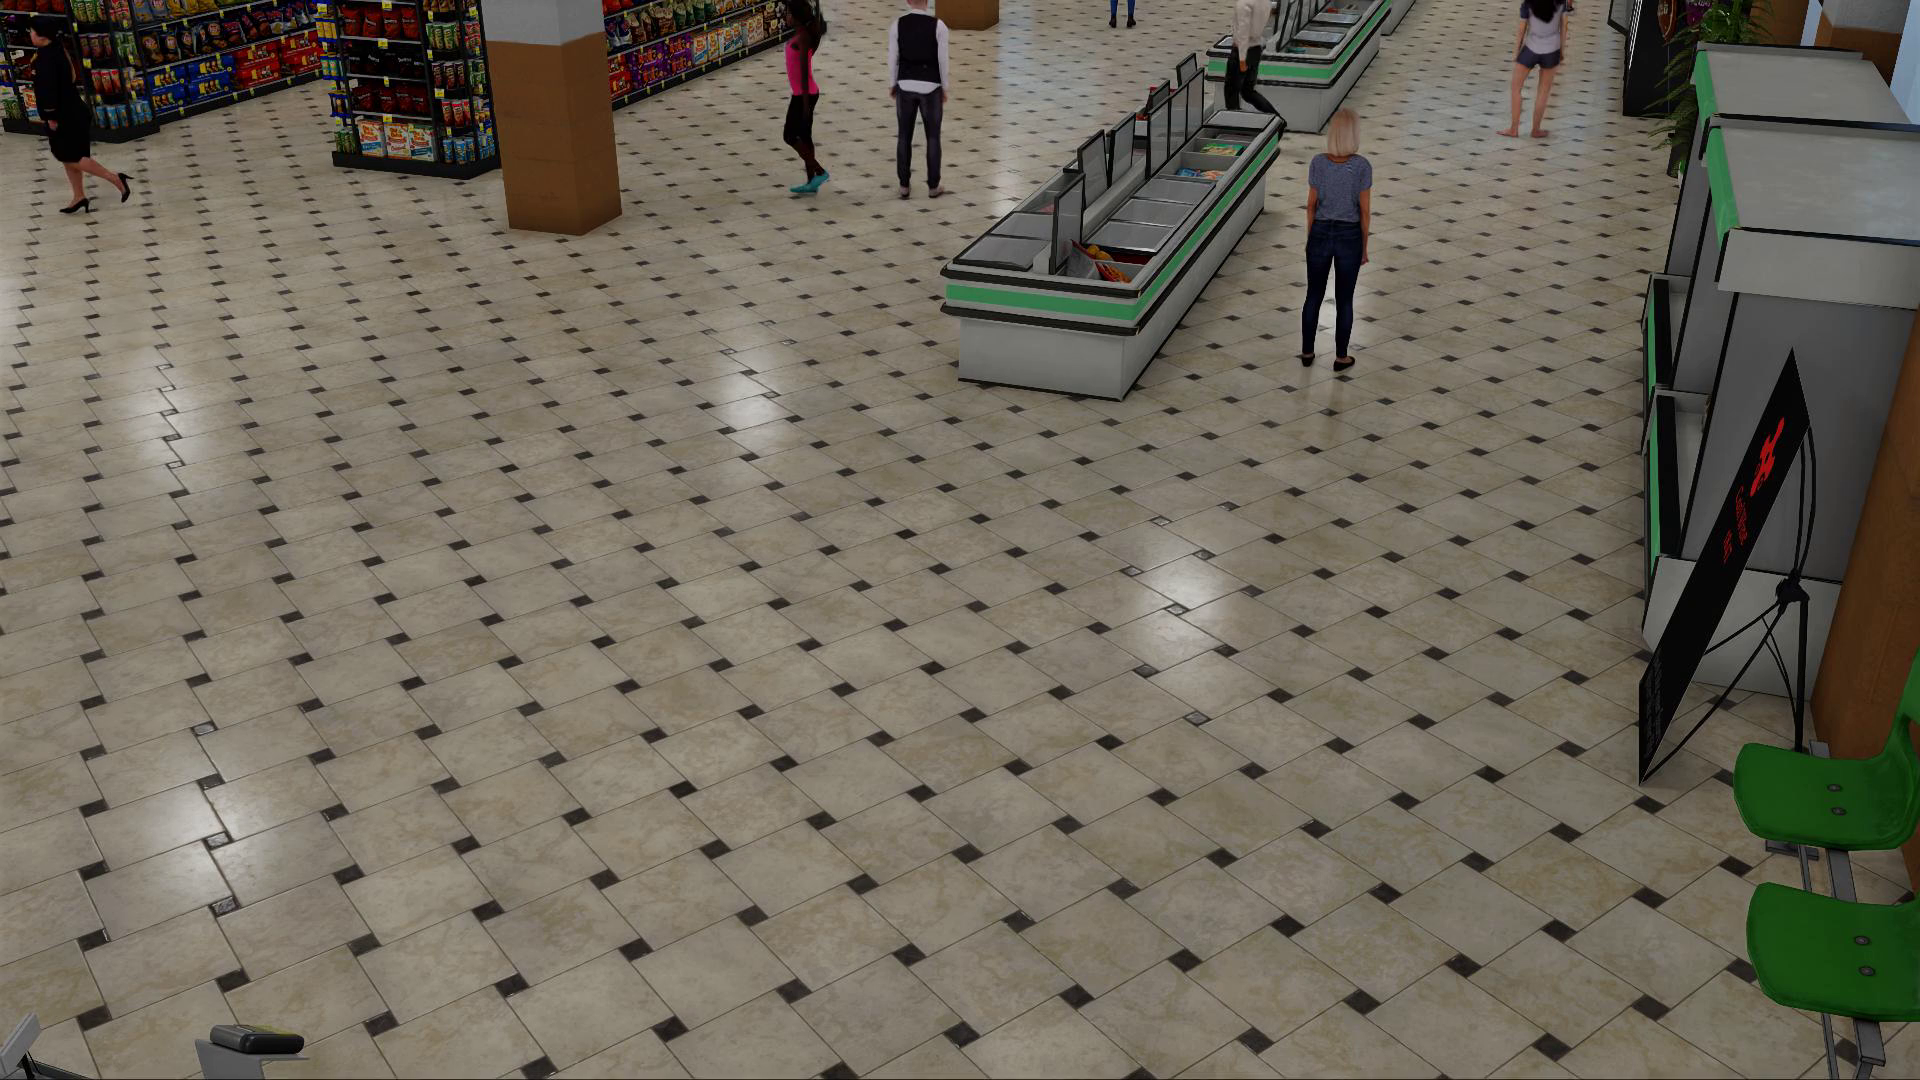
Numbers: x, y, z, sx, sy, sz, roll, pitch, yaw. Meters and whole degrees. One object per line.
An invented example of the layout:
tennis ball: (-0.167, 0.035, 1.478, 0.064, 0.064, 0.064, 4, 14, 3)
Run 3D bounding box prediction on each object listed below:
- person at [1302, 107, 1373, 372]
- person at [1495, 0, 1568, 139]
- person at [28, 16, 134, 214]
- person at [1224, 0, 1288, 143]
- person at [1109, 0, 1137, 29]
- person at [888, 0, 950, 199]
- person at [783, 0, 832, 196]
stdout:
person: (2.450, -1.955, 10.858, 0.593, 1.721, 0.530, 12, 29, 23)
person: (5.845, -4.887, 16.679, 0.775, 1.685, 0.636, 10, 29, 19)
person: (-7.516, -3.580, 14.131, 1.007, 1.659, 0.979, -6, 28, -12)
person: (2.869, -4.682, 16.157, 0.882, 1.791, 1.000, 18, 32, 31)
person: (2.193, -7.753, 22.332, 0.655, 1.684, 0.609, 2, 27, 5)
person: (-0.363, -3.954, 14.693, 0.736, 1.817, 0.656, 4, 27, 8)
person: (-1.292, -3.895, 14.692, 0.721, 1.714, 0.661, 0, 27, -1)
